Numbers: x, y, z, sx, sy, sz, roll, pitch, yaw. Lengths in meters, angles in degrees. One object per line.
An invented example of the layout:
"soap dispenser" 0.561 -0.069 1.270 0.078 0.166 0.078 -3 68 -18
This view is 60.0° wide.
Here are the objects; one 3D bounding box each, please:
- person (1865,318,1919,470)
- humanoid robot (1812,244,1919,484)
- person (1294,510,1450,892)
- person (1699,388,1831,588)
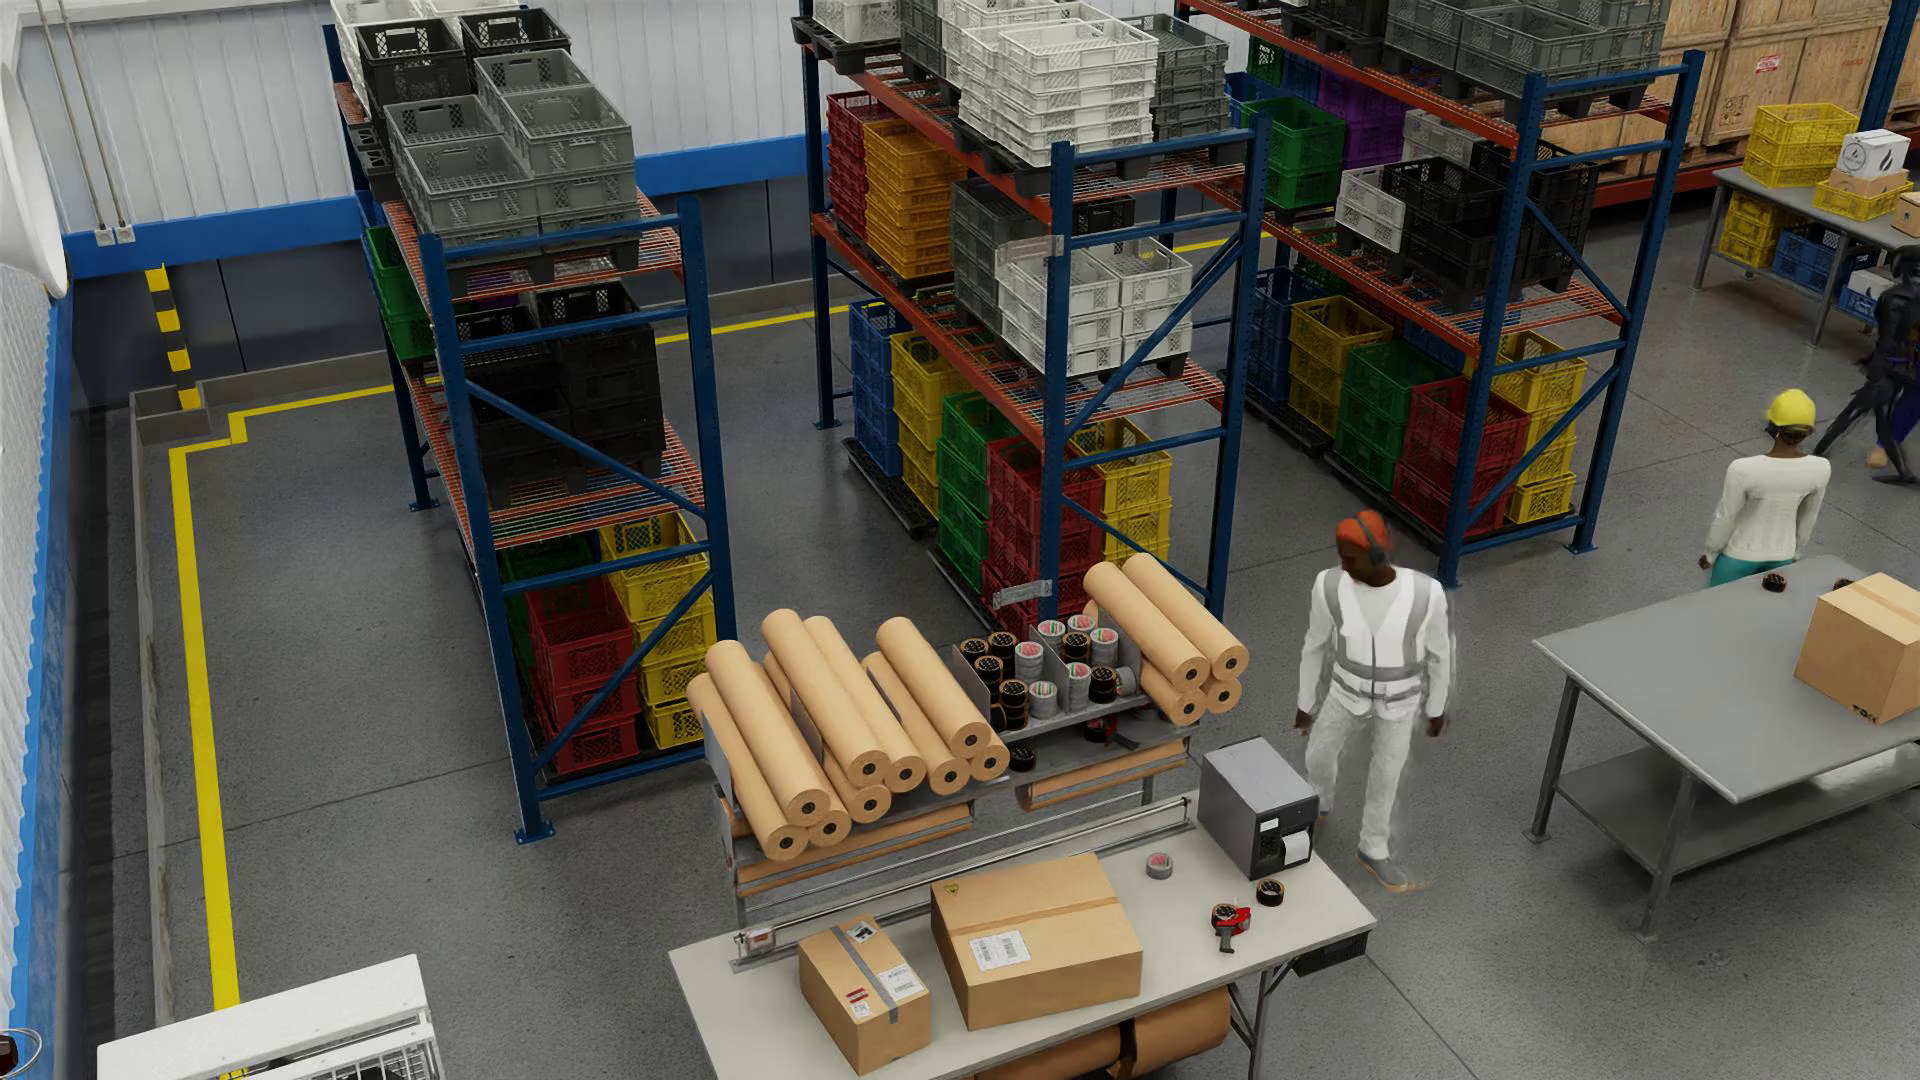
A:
"person" 6.207 -1.210 10.248 0.713 2.000 0.953 10 33 16
"humanoid robot" 5.800 -1.082 10.437 0.760 1.614 0.617 23 39 33
"person" 1.792 0.677 7.362 0.711 1.858 0.397 11 33 17
"person" 4.041 0.046 8.468 0.530 1.766 0.322 -2 32 -3
